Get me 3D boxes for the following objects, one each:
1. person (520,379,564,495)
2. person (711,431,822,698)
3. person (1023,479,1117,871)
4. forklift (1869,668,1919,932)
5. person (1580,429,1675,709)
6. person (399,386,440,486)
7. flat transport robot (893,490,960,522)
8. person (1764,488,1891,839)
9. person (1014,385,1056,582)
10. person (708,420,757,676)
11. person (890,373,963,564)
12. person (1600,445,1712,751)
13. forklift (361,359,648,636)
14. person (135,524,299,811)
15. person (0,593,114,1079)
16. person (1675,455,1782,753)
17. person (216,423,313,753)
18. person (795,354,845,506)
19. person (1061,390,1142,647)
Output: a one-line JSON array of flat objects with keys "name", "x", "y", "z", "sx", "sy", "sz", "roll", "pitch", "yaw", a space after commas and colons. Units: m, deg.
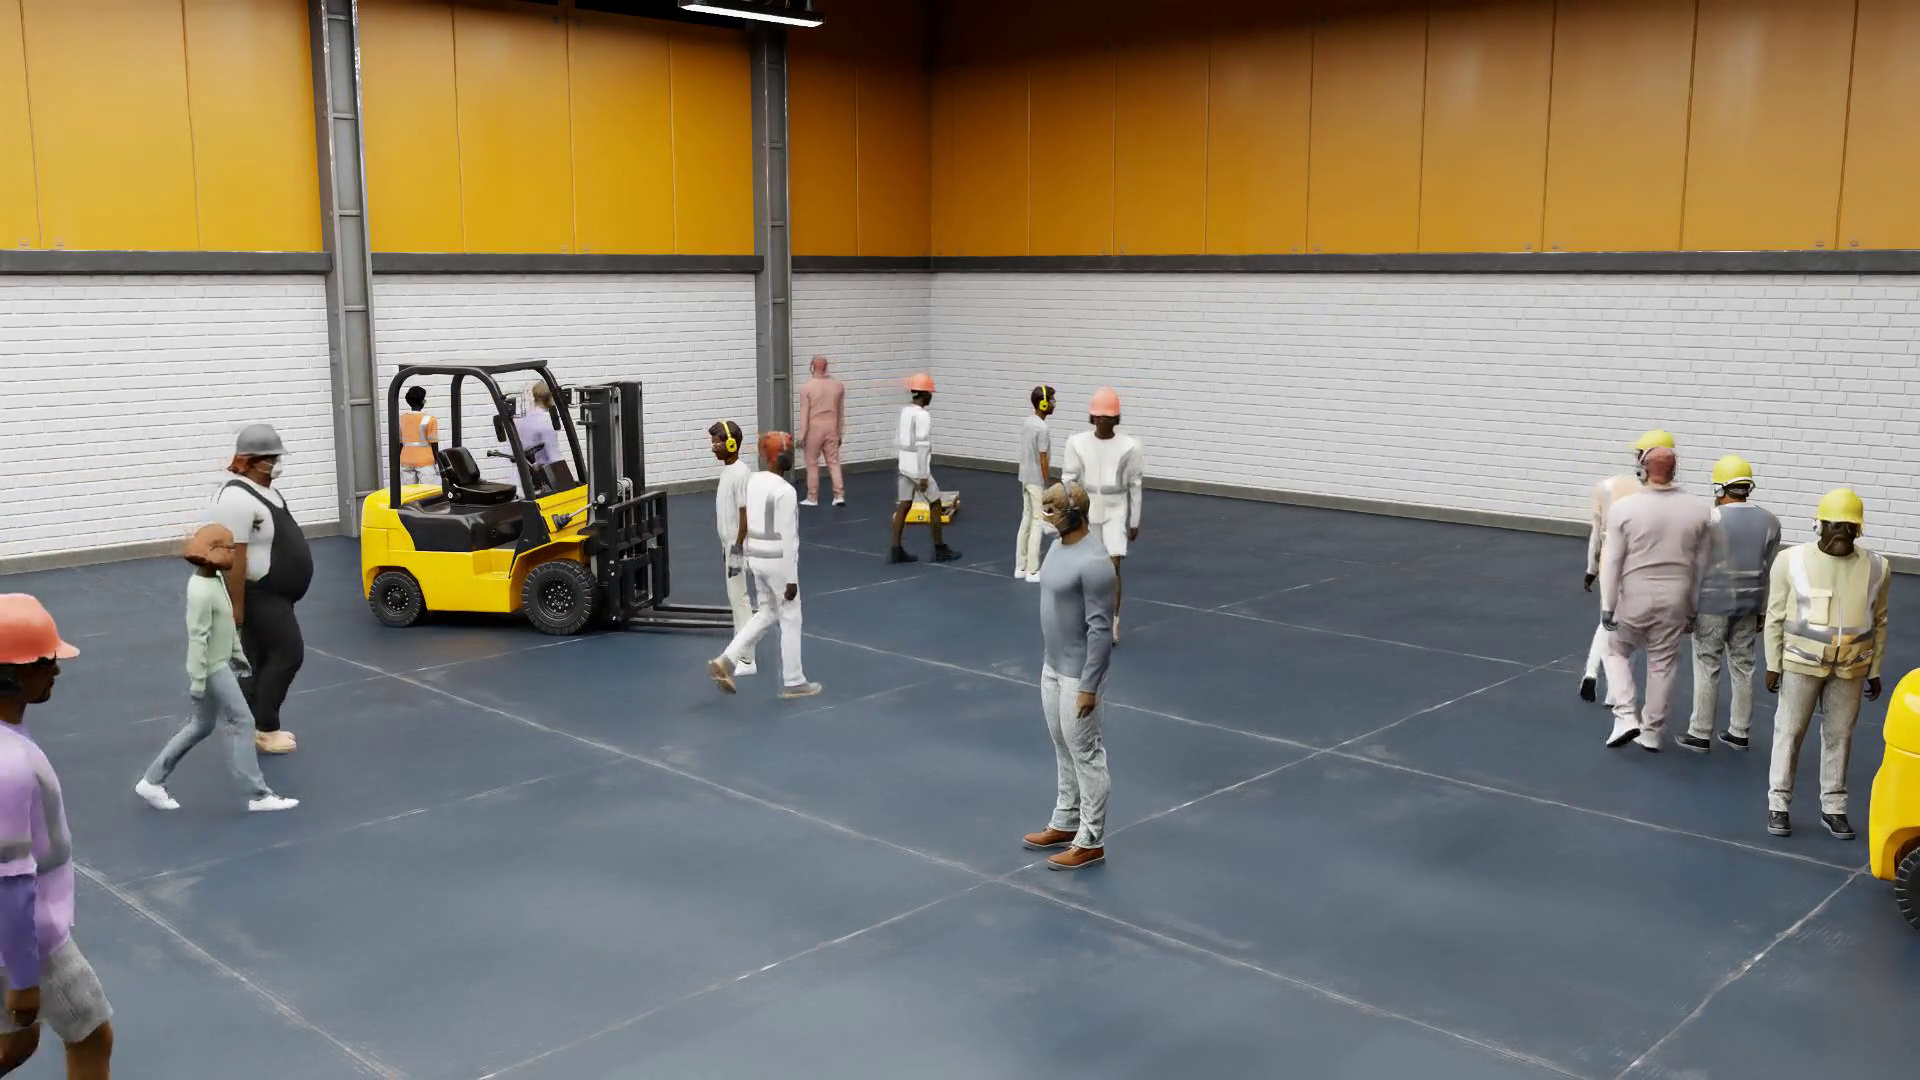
[{"name": "person", "x": -3.852, "y": -0.573, "z": 15.840, "sx": 0.882, "sy": 1.903, "sz": 0.657, "roll": -6, "pitch": 11, "yaw": -32}, {"name": "person", "x": -1.313, "y": 0.187, "z": 11.308, "sx": 0.710, "sy": 1.869, "sz": 0.596, "roll": -7, "pitch": 12, "yaw": -37}, {"name": "person", "x": 0.554, "y": 0.657, "z": 8.216, "sx": 0.371, "sy": 1.933, "sz": 0.627, "roll": -3, "pitch": 10, "yaw": -17}, {"name": "forklift", "x": 5.205, "y": 0.723, "z": 7.013, "sx": 2.313, "sy": 2.155, "sz": 1.214, "roll": 9, "pitch": 13, "yaw": 43}, {"name": "person", "x": 4.464, "y": 0.207, "z": 11.060, "sx": 0.500, "sy": 1.898, "sz": 0.627, "roll": -9, "pitch": 13, "yaw": -42}, {"name": "person", "x": -5.862, "y": -0.820, "z": 18.017, "sx": 0.532, "sy": 1.694, "sz": 0.320, "roll": 3, "pitch": 10, "yaw": 19}, {"name": "flat transport robot", "x": -0.386, "y": -0.413, "z": 19.854, "sx": 0.652, "sy": 0.197, "sz": 1.431, "roll": 1, "pitch": 9, "yaw": 5}, {"name": "person", "x": 4.487, "y": 0.638, "z": 8.631, "sx": 0.586, "sy": 1.836, "sz": 0.404, "roll": 2, "pitch": 9, "yaw": 11}, {"name": "person", "x": 0.726, "y": -0.525, "z": 15.735, "sx": 0.357, "sy": 1.854, "sz": 0.514, "roll": -3, "pitch": 10, "yaw": -19}, {"name": "person", "x": -1.656, "y": 0.061, "z": 12.083, "sx": 0.328, "sy": 1.865, "sz": 0.521, "roll": -2, "pitch": 10, "yaw": -14}, {"name": "person", "x": -0.345, "y": -0.714, "z": 16.703, "sx": 0.867, "sy": 1.898, "sz": 0.575, "roll": -5, "pitch": 11, "yaw": -28}, {"name": "person", "x": 4.203, "y": 0.364, "z": 10.130, "sx": 0.659, "sy": 1.893, "sz": 0.411, "roll": 0, "pitch": 9, "yaw": 2}, {"name": "forklift", "x": -3.850, "y": -0.407, "z": 13.936, "sx": 2.313, "sy": 2.155, "sz": 1.214, "roll": 2, "pitch": 9, "yaw": 11}, {"name": "person", "x": -4.094, "y": 0.697, "z": 9.005, "sx": 0.786, "sy": 1.597, "sz": 0.490, "roll": -4, "pitch": 10, "yaw": -21}, {"name": "person", "x": -2.862, "y": 1.153, "z": 4.943, "sx": 0.876, "sy": 2.015, "sz": 0.611, "roll": -8, "pitch": 12, "yaw": -42}, {"name": "person", "x": 4.677, "y": 0.394, "z": 10.166, "sx": 0.590, "sy": 1.826, "sz": 0.403, "roll": -2, "pitch": 9, "yaw": -11}, {"name": "person", "x": -4.231, "y": 0.286, "z": 10.157, "sx": 0.537, "sy": 2.000, "sz": 0.689, "roll": -2, "pitch": 10, "yaw": -15}, {"name": "person", "x": -1.745, "y": -1.359, "z": 20.715, "sx": 0.657, "sy": 1.917, "sz": 0.424, "roll": -6, "pitch": 11, "yaw": -35}, {"name": "person", "x": 1.094, "y": -0.168, "z": 13.084, "sx": 0.634, "sy": 1.995, "sz": 1.012, "roll": 2, "pitch": 10, "yaw": 13}]
